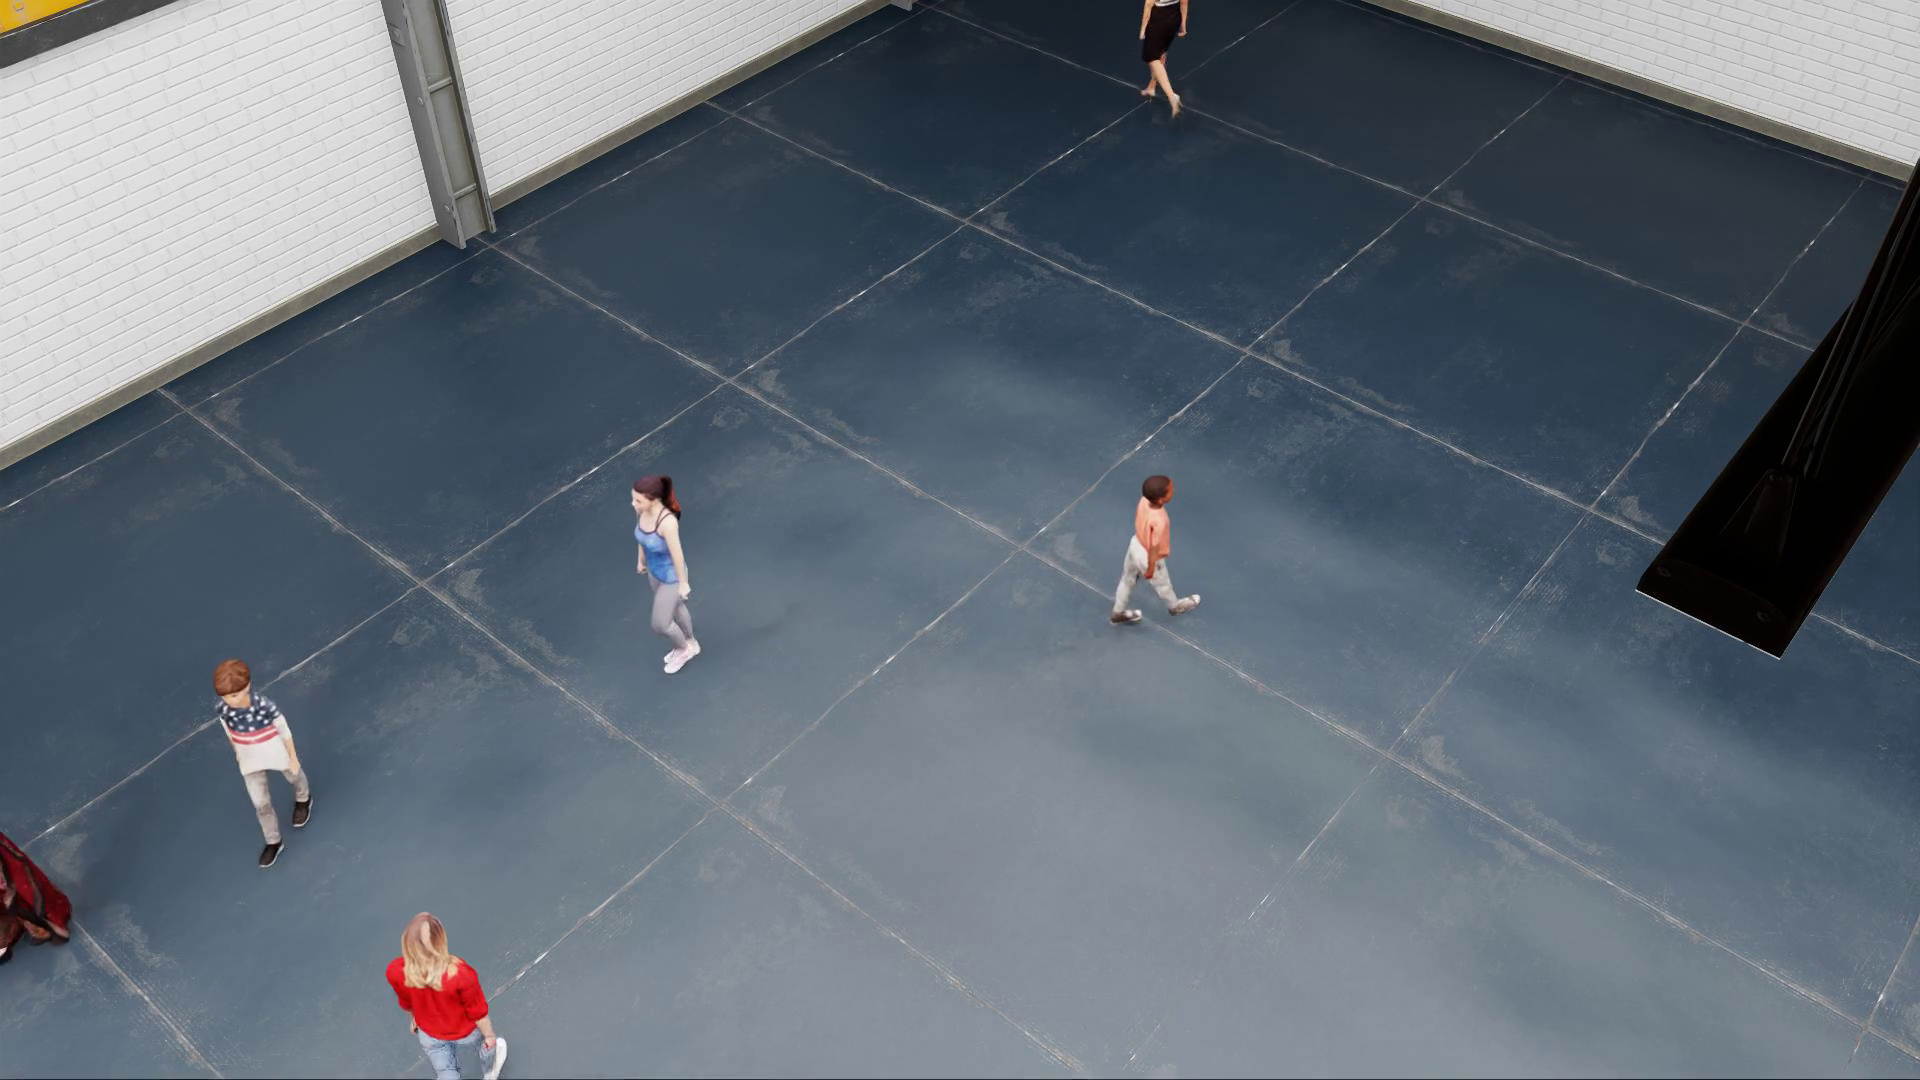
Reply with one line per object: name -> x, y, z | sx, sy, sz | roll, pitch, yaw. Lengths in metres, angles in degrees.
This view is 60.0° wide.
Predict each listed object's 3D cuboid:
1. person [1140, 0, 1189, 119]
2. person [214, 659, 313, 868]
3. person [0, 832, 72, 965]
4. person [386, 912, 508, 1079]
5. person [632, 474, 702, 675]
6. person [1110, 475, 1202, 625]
person -> 1.968, -4.844, 15.832 | 1.052, 1.729, 0.949 | -19, 47, -18
person -> -4.057, 1.176, 9.735 | 0.825, 1.423, 0.877 | -5, 44, -5
person -> -5.260, 1.680, 9.051 | 0.760, 1.636, 0.924 | 19, 47, 19
person -> -2.533, 2.466, 8.198 | 1.027, 1.674, 1.146 | 1, 44, 1
person -> -1.821, 0.184, 10.647 | 0.659, 1.601, 0.652 | -26, 50, -25
person -> 1.176, 0.093, 10.974 | 0.909, 1.281, 0.743 | -13, 45, -14
